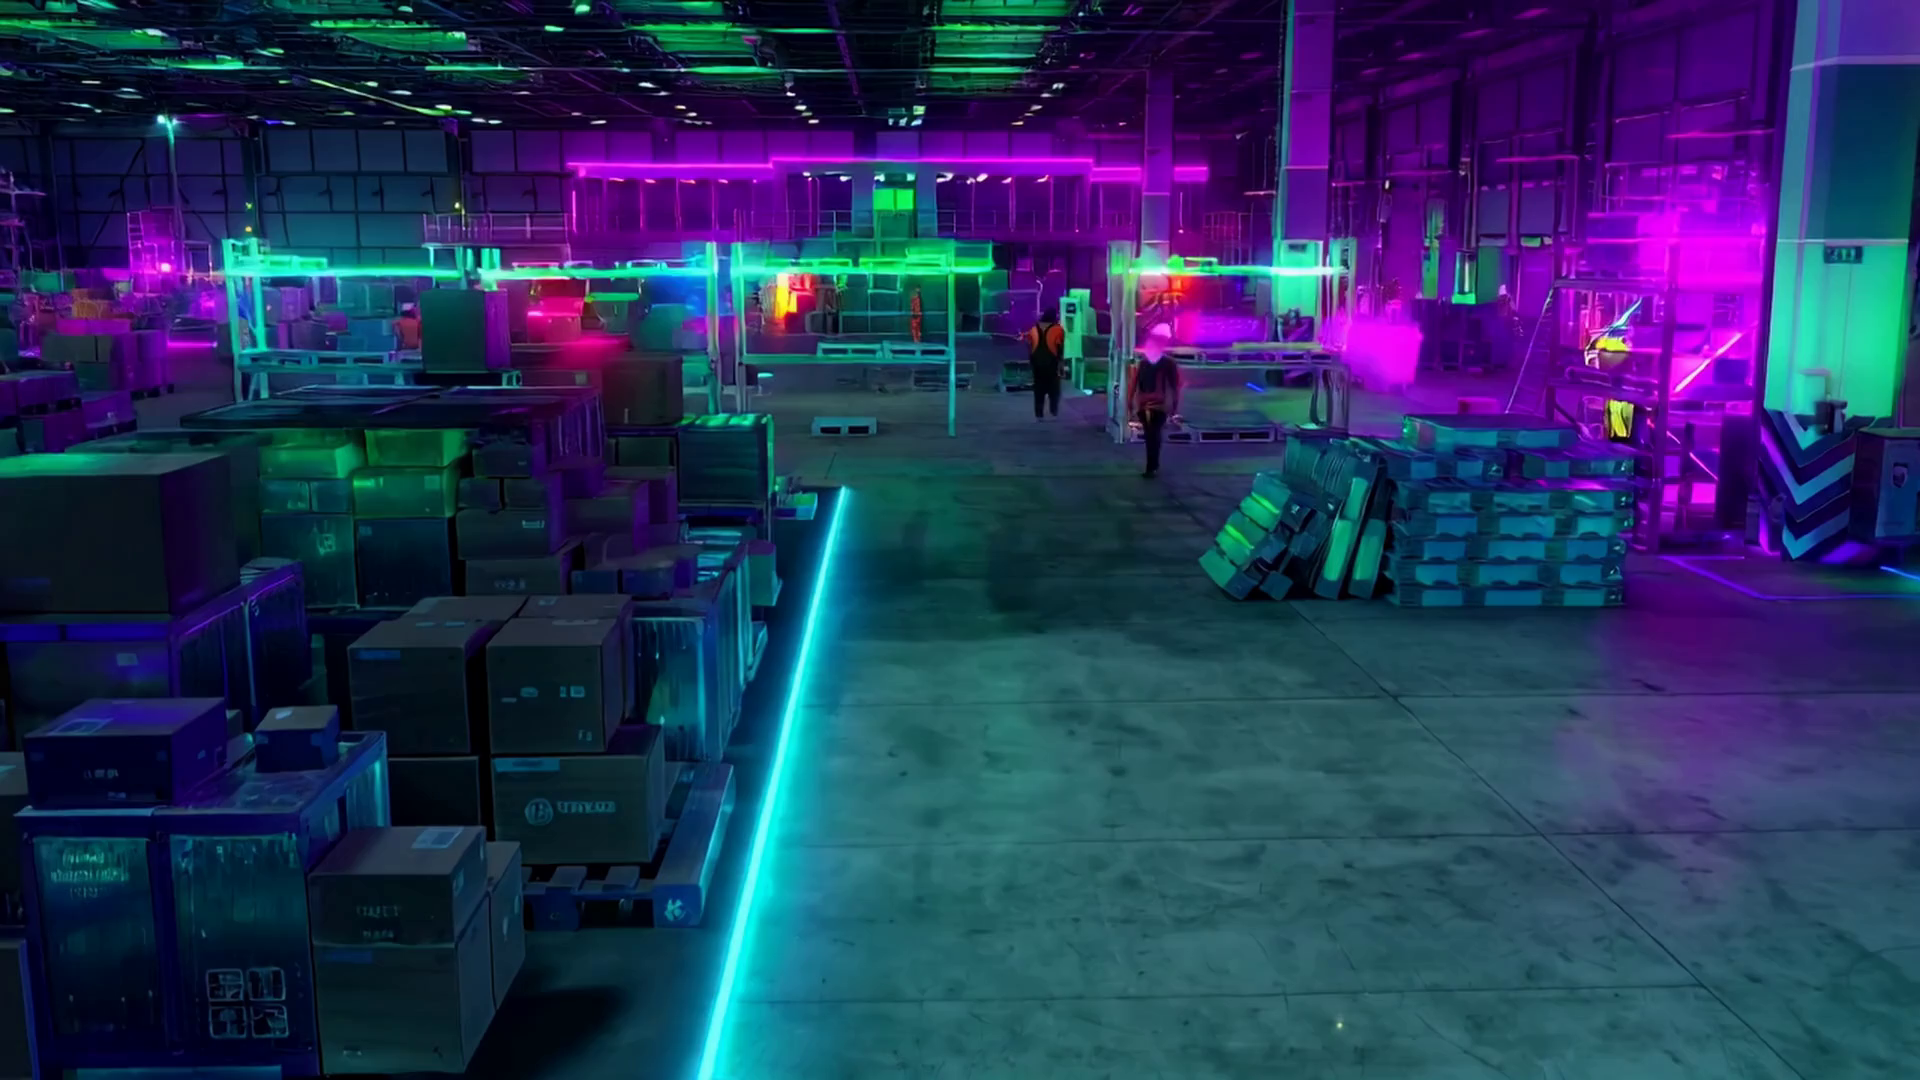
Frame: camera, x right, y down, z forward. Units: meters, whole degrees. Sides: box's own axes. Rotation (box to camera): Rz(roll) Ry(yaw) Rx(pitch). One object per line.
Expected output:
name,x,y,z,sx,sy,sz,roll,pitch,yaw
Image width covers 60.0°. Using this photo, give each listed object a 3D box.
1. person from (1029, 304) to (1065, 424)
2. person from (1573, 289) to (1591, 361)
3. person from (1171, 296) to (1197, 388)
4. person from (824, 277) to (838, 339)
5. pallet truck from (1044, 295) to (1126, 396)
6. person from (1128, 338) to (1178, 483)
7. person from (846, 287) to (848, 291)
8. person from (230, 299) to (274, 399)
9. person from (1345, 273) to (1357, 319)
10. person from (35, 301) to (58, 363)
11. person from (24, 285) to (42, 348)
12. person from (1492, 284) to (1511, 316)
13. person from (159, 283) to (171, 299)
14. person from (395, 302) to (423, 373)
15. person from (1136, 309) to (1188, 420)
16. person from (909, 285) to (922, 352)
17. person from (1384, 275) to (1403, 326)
person,1.462,-2.937,27.681,0.705,2.000,0.536,6,12,28
person,15.647,-5.425,41.758,0.515,1.963,0.635,7,12,33
person,4.589,-4.152,34.827,0.608,1.900,0.799,-9,14,-41
person,-4.042,-7.228,51.862,0.347,1.943,0.545,-5,12,-28
pallet truck,2.483,-3.881,33.060,1.885,1.965,0.823,-7,13,-36
person,2.373,-1.635,21.049,0.727,1.816,0.654,-9,14,-42
person,-3.874,-8.330,58.330,0.644,1.825,0.523,1,10,7
person,-13.813,-3.711,32.301,0.614,1.926,0.872,3,11,15
person,15.486,-9.653,65.661,0.430,1.841,0.624,-5,11,-25
person,-18.940,-4.057,34.547,0.538,1.820,0.975,0,10,2
person,-26.425,-6.374,47.479,0.587,1.816,0.421,6,12,32
person,15.081,-6.186,46.323,0.525,1.843,0.738,5,11,26
person,-25.441,-7.395,53.419,0.374,1.725,0.600,0,10,-1
person,-10.041,-3.383,30.482,0.543,1.927,0.375,-4,11,-20
person,3.448,-2.994,28.463,0.910,1.918,0.642,1,10,4
person,-1.197,-5.837,44.327,0.350,1.873,0.567,-3,11,-16
person,14.173,-7.676,54.376,0.605,1.932,0.431,3,11,17
